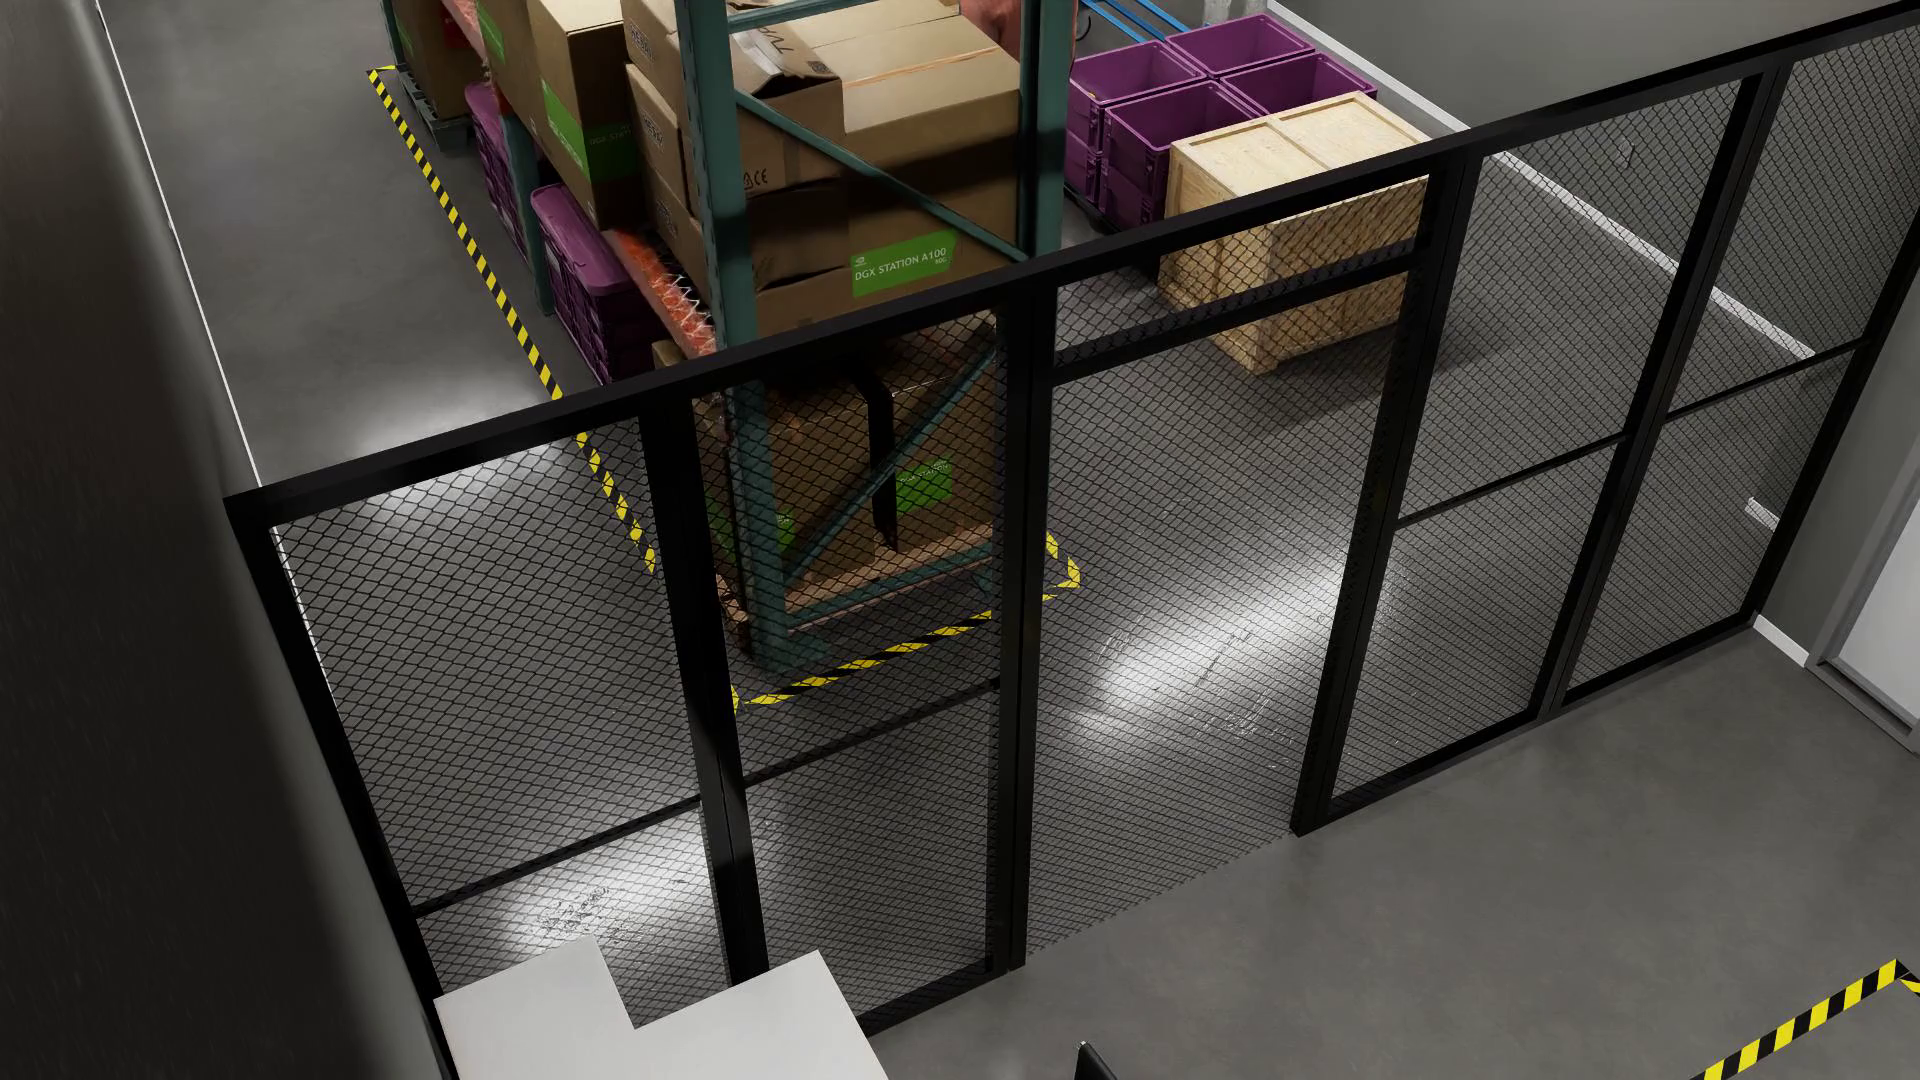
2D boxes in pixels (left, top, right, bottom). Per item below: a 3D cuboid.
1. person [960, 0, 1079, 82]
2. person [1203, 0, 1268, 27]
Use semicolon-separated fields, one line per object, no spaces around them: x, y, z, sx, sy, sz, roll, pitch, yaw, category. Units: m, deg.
0.215;-1.808;6.884;0.611;1.993;0.384;-31;51;-29;person
1.443;-3.269;8.599;0.590;1.833;0.404;-18;45;-18;person
